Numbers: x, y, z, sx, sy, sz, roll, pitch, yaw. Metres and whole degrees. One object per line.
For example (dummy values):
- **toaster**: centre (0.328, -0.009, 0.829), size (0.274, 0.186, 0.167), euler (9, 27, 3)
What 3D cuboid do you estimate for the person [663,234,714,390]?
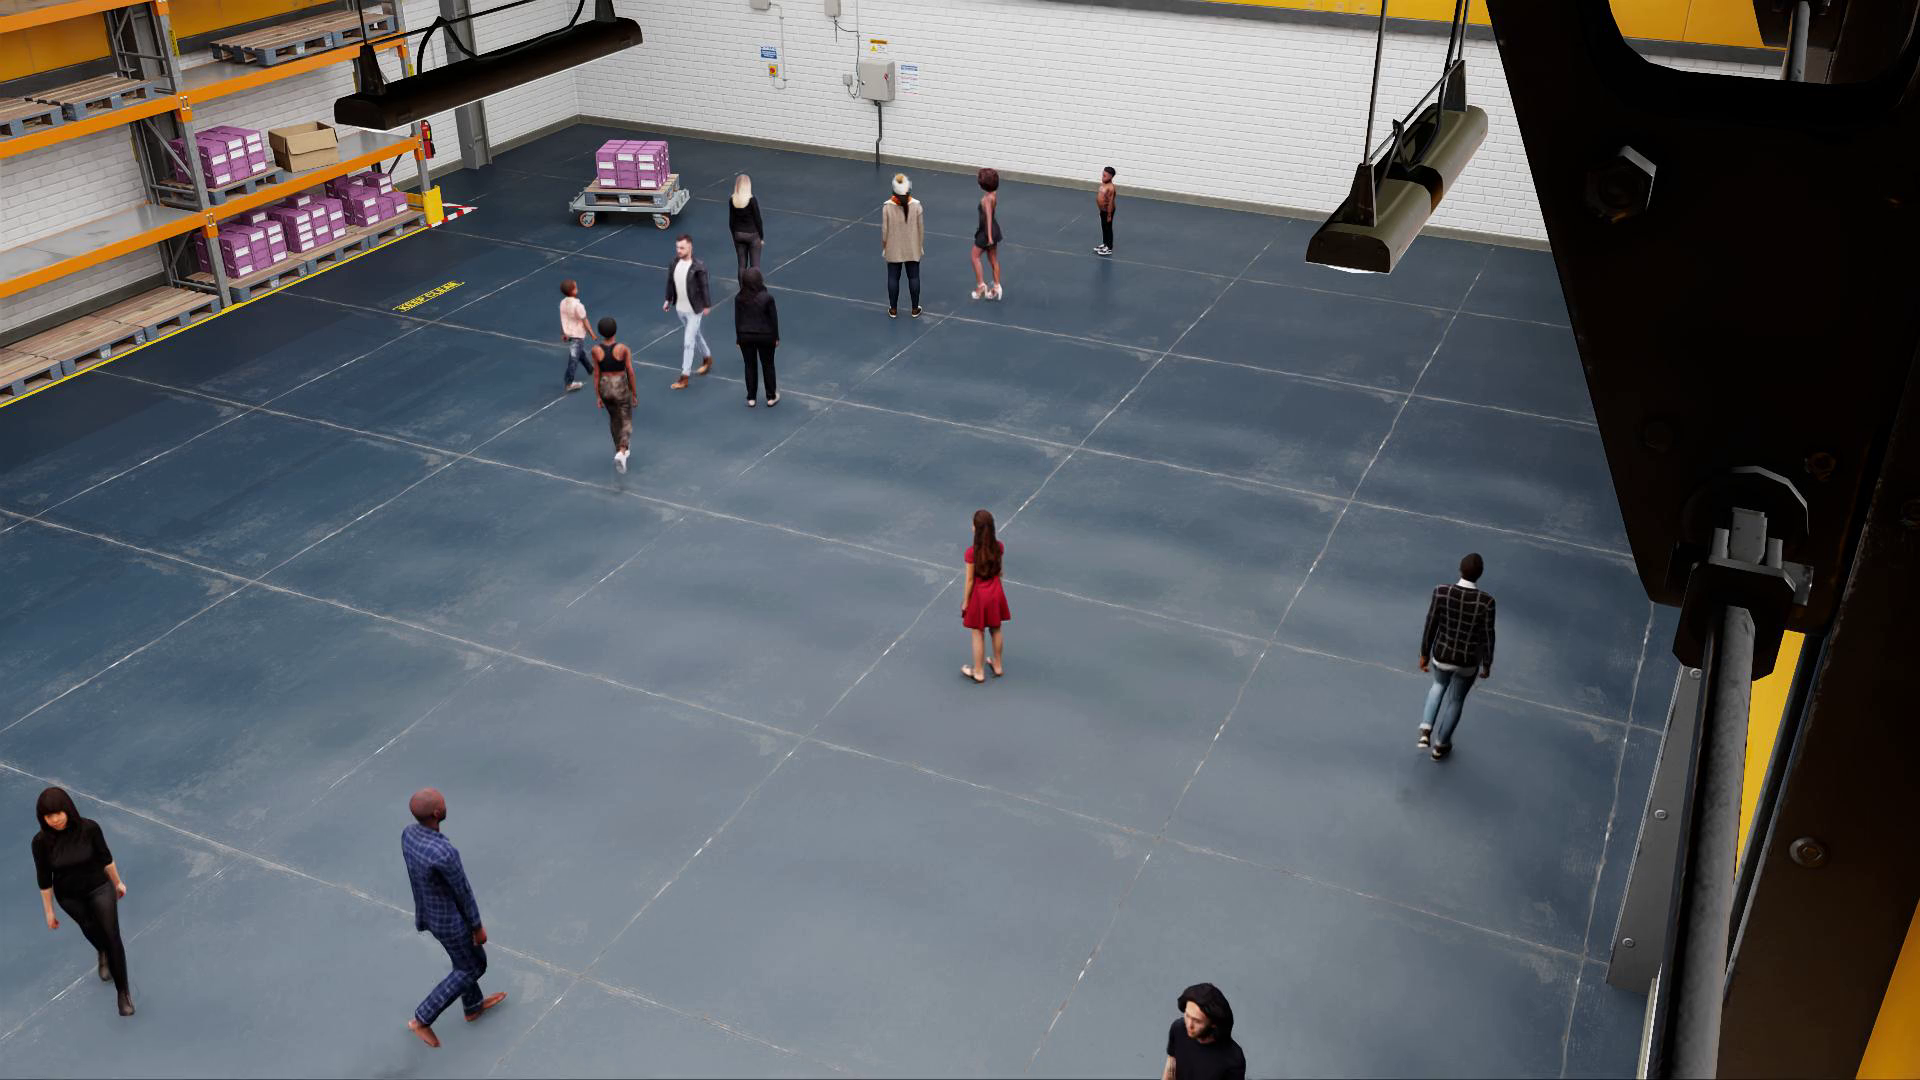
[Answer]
- **person**: centre (-3.111, -2.724, 19.441), size (0.765, 1.801, 1.172), euler (16, 33, 27)

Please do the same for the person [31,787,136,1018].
- **person**: centre (-5.589, 2.204, 10.613), size (1.042, 1.604, 1.068), euler (-13, 31, -22)

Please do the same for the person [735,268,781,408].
- **person**: centre (-2.300, -2.291, 18.844), size (0.753, 1.612, 0.763), euler (0, 29, 1)

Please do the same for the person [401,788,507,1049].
- **person**: centre (-3.201, 2.335, 10.169), size (0.857, 1.798, 1.025), euler (25, 38, 38)

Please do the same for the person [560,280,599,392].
- **person**: centre (-4.518, -2.351, 19.314), size (0.653, 1.267, 0.942), euler (21, 35, 33)

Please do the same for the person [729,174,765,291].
- **person**: centre (-2.799, -3.959, 21.825), size (0.624, 1.685, 0.561), euler (10, 30, 17)

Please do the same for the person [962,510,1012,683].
- **person**: centre (0.203, 0.456, 13.870), size (0.672, 1.552, 0.733), euler (-17, 33, -28)

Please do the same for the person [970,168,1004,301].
- **person**: centre (0.455, -3.989, 21.787), size (0.664, 1.776, 0.609), euler (8, 30, 14)

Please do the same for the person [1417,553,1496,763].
- **person**: centre (3.757, 0.947, 12.704), size (0.728, 1.809, 0.765), euler (18, 33, 29)

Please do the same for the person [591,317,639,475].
- **person**: centre (-3.589, -1.469, 17.270), size (0.860, 1.676, 1.088), euler (0, 29, 1)

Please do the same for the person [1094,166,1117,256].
- **person**: centre (2.099, -4.697, 23.627), size (0.648, 1.255, 0.584), euler (-9, 30, -16)

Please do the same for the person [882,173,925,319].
- **person**: centre (-0.737, -3.780, 21.281), size (0.811, 1.893, 0.819), euler (-1, 29, -1)

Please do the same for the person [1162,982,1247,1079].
- **person**: centre (1.339, 3.028, 8.872), size (0.756, 1.823, 0.841), euler (23, 36, 35)
